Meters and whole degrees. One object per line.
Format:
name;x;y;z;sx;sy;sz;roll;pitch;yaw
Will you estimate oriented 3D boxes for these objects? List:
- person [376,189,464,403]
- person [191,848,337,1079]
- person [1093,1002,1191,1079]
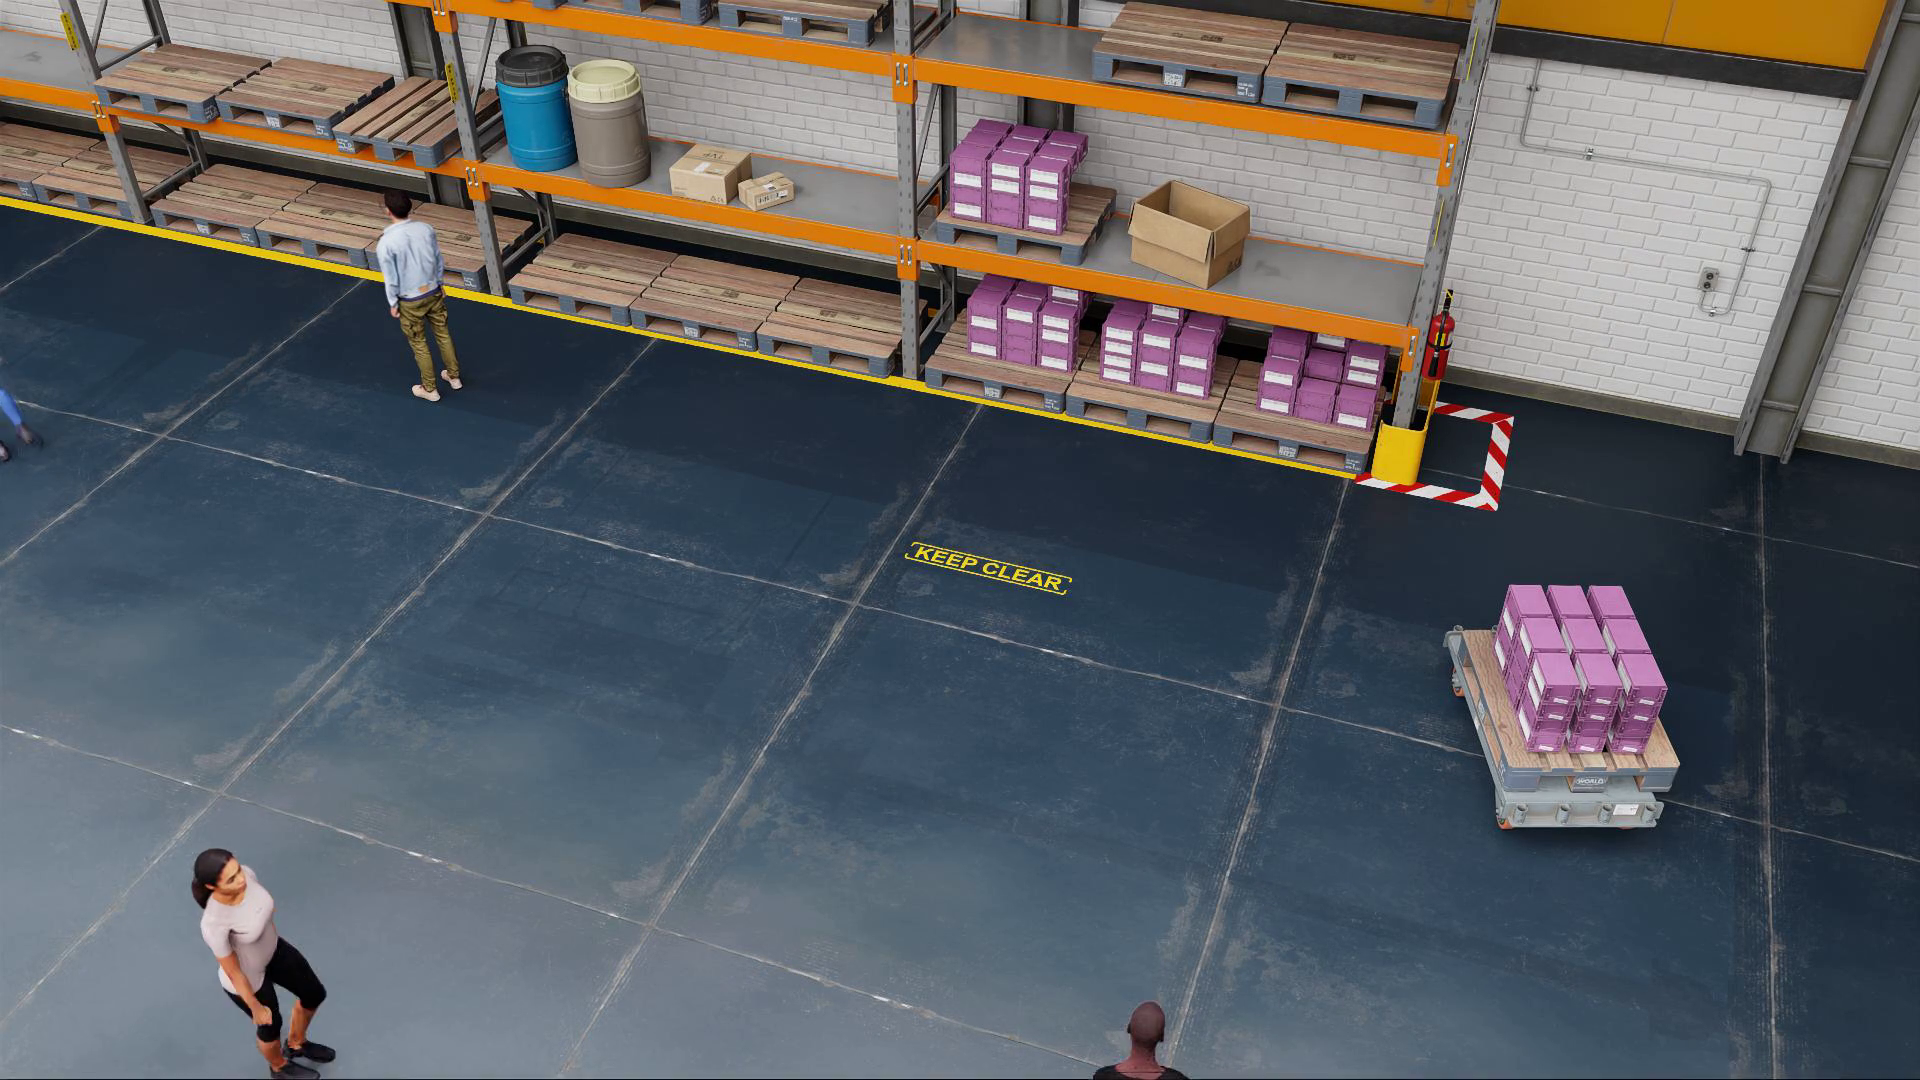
person;-4.310;-1.950;13.241;0.698;1.812;0.747;28;46;30
person;-3.538;2.118;8.209;0.675;1.734;0.679;4;39;5
person;0.784;2.819;7.370;1.211;1.685;0.990;3;39;3
